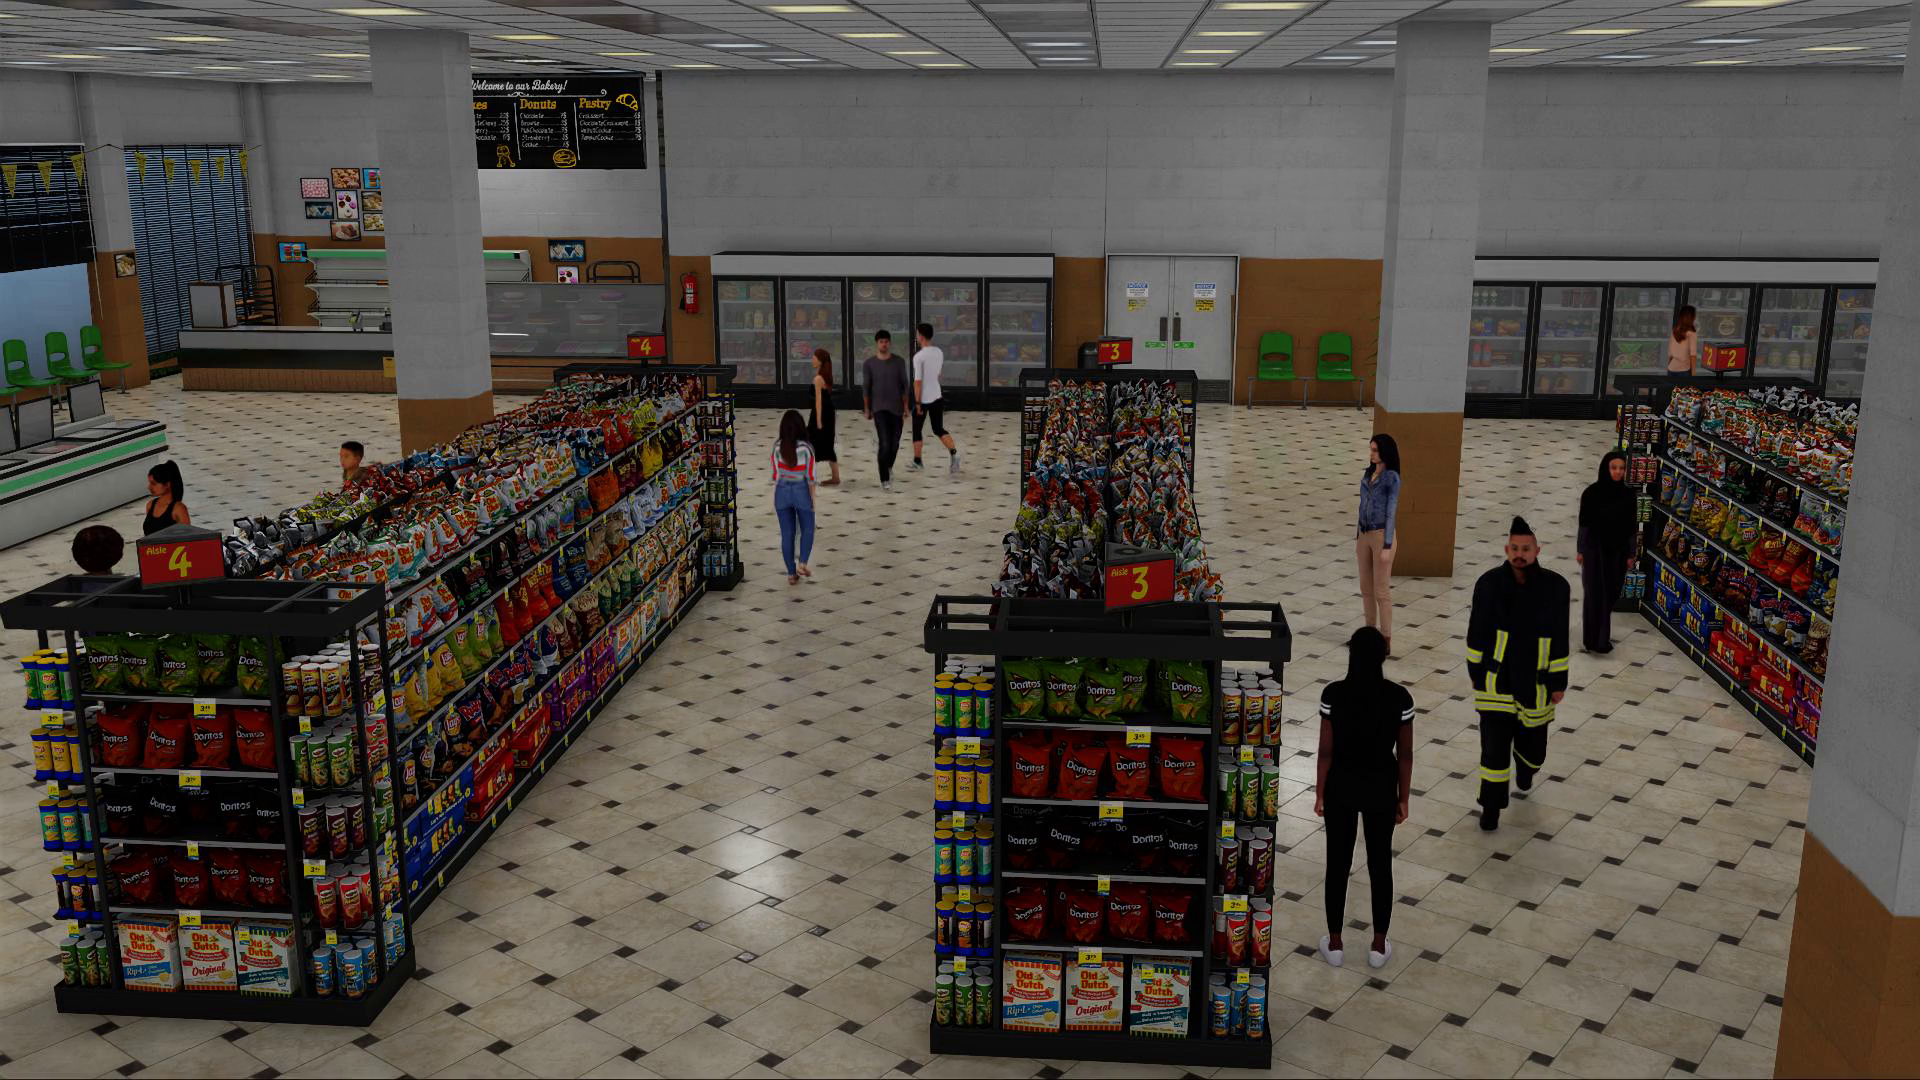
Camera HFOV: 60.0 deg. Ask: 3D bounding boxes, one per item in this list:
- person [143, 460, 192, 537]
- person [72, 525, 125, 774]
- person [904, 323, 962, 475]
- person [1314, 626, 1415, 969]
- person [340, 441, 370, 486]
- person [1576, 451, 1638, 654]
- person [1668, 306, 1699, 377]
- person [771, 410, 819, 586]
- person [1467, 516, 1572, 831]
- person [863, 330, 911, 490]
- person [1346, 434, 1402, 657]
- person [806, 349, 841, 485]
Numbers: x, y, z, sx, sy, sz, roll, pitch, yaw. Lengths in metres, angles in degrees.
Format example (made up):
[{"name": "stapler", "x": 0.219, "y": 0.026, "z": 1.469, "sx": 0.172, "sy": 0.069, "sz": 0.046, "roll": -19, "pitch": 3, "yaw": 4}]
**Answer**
[{"name": "person", "x": -5.982, "y": 0.209, "z": 12.638, "sx": 0.636, "sy": 1.672, "sz": 0.605, "roll": 6, "pitch": 15, "yaw": 22}, {"name": "person", "x": -5.261, "y": 0.768, "z": 10.269, "sx": 0.642, "sy": 1.701, "sz": 0.826, "roll": 3, "pitch": 14, "yaw": 12}, {"name": "person", "x": -0.313, "y": -1.689, "z": 20.154, "sx": 1.195, "sy": 1.817, "sz": 1.219, "roll": -12, "pitch": 18, "yaw": -40}, {"name": "person", "x": 1.975, "y": 1.257, "z": 8.189, "sx": 0.621, "sy": 1.731, "sz": 0.561, "roll": 2, "pitch": 14, "yaw": 9}, {"name": "person", "x": -5.215, "y": -0.157, "z": 14.630, "sx": 0.692, "sy": 1.444, "sz": 0.731, "roll": 9, "pitch": 16, "yaw": 32}, {"name": "person", "x": 5.162, "y": 0.075, "z": 13.356, "sx": 0.601, "sy": 1.592, "sz": 1.065, "roll": 1, "pitch": 14, "yaw": 4}, {"name": "person", "x": 9.875, "y": -2.316, "z": 22.796, "sx": 0.734, "sy": 1.789, "sz": 0.616, "roll": -6, "pitch": 15, "yaw": -23}, {"name": "person", "x": -1.530, "y": -0.369, "z": 15.167, "sx": 0.592, "sy": 1.602, "sz": 0.541, "roll": 1, "pitch": 14, "yaw": 4}, {"name": "person", "x": 3.350, "y": 0.778, "z": 9.953, "sx": 0.875, "sy": 1.831, "sz": 1.083, "roll": 4, "pitch": 14, "yaw": 18}, {"name": "person", "x": -0.857, "y": -1.540, "z": 19.540, "sx": 0.944, "sy": 1.816, "sz": 1.262, "roll": -3, "pitch": 14, "yaw": -14}, {"name": "person", "x": 3.306, "y": 0.033, "z": 13.145, "sx": 0.737, "sy": 1.773, "sz": 0.634, "roll": -5, "pitch": 15, "yaw": -20}, {"name": "person", "x": -1.538, "y": -1.424, "z": 19.513, "sx": 0.759, "sy": 1.604, "sz": 0.837, "roll": 5, "pitch": 14, "yaw": 18}]
